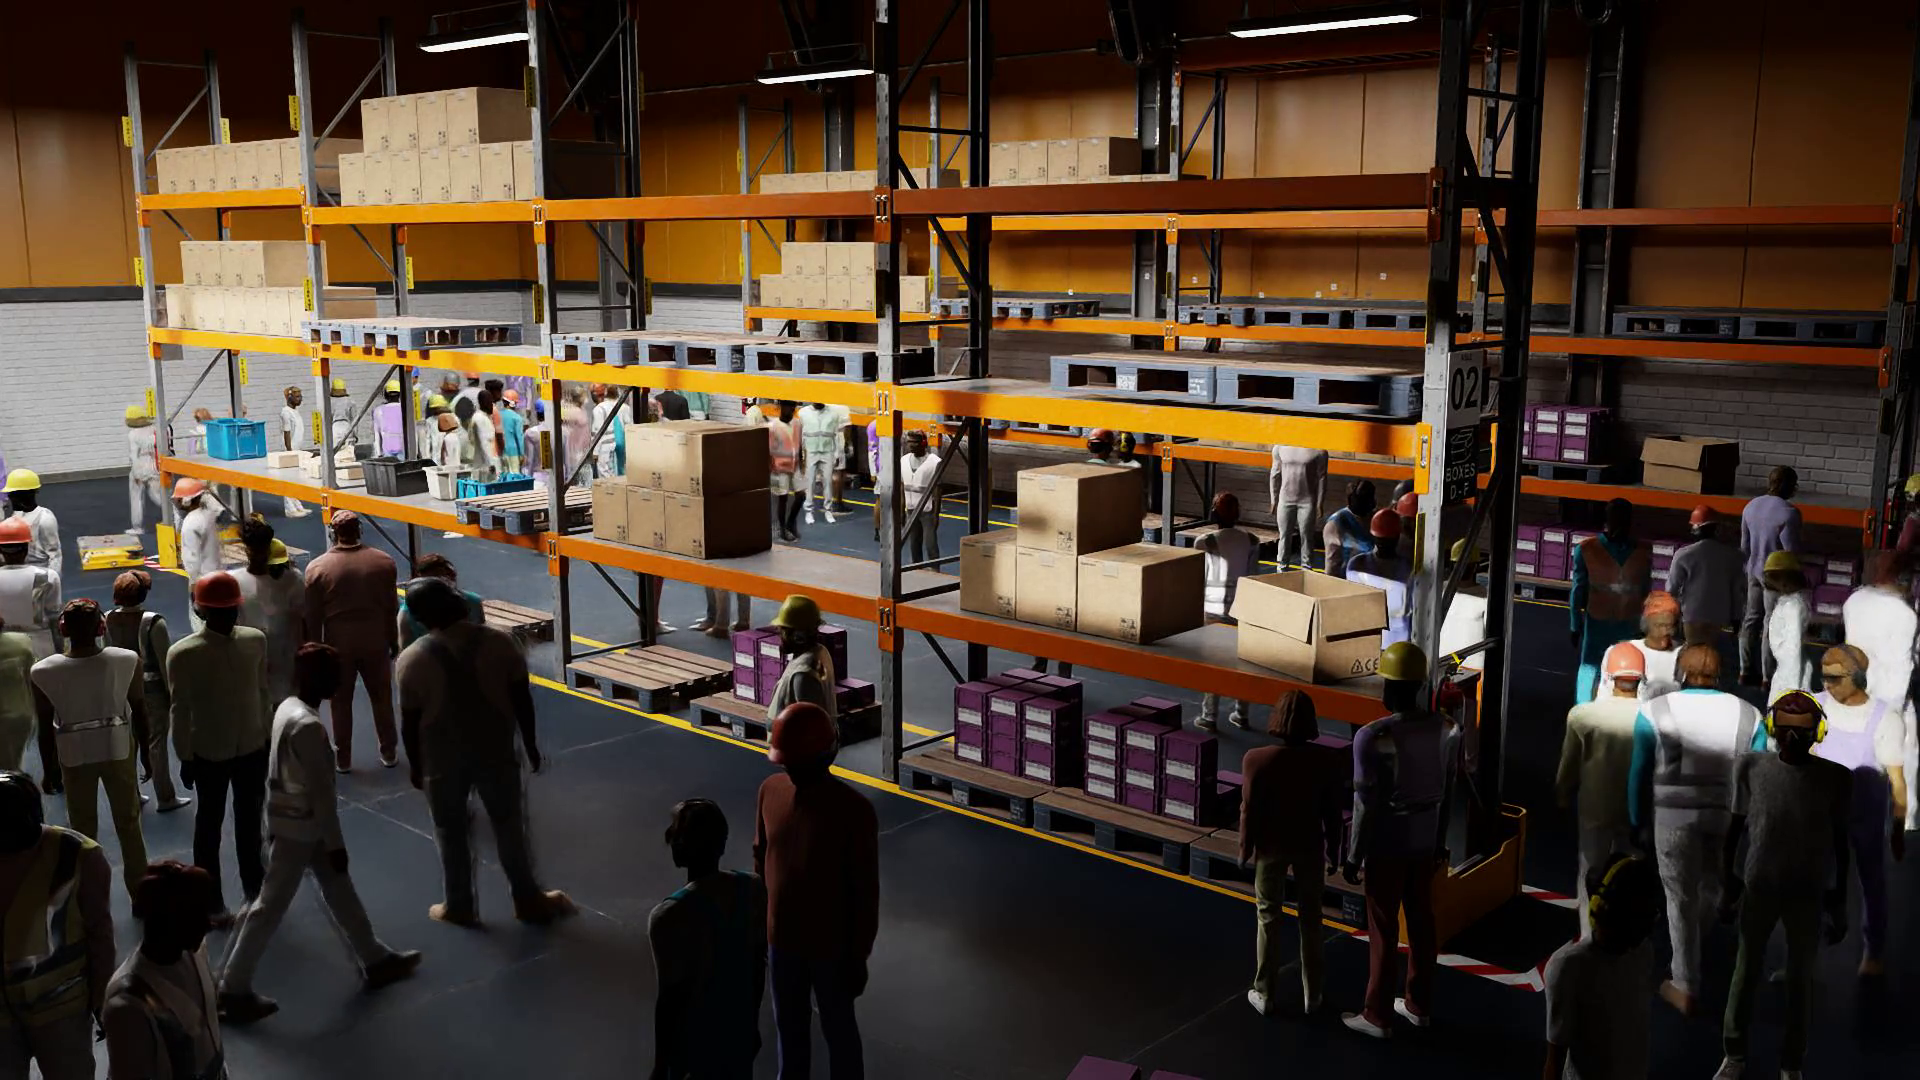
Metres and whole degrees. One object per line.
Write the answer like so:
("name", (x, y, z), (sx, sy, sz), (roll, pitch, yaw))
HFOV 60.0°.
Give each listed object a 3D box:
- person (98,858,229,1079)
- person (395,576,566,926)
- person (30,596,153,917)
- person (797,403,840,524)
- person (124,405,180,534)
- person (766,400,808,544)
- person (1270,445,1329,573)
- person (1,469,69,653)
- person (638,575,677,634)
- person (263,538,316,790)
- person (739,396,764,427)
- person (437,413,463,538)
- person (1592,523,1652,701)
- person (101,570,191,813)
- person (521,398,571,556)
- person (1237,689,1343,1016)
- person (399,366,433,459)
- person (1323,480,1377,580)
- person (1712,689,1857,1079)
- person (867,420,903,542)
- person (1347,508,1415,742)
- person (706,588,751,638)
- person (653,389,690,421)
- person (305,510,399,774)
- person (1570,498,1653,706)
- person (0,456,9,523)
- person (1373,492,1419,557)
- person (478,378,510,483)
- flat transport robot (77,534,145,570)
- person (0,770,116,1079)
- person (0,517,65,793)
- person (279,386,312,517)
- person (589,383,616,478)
("person", (-2.538, 1.914, 5.337), (0.391, 1.877, 0.603), (-1, 10, -6))
("person", (-2.695, 1.127, 9.320), (0.860, 2.000, 0.537), (-4, 11, -24))
("person", (-4.808, 1.234, 9.258), (0.563, 1.848, 0.389), (-6, 12, -30))
("person", (-1.929, -1.180, 22.741), (0.594, 1.910, 0.386), (-3, 10, -17))
("person", (-10.640, -0.913, 21.749), (0.723, 1.720, 0.489), (3, 11, 18))
("person", (-2.177, -0.899, 21.067), (0.648, 1.933, 0.491), (-10, 14, -44))
("person", (3.728, -0.421, 18.363), (0.631, 1.939, 0.370), (4, 11, 20))
("person", (-7.783, 0.353, 14.014), (0.589, 1.927, 0.386), (7, 12, 34))
("person", (-3.008, -0.023, 16.208), (0.401, 1.908, 0.597), (-6, 11, -28))
("person", (-4.757, 0.853, 11.646), (0.533, 1.767, 0.312), (-9, 13, -40))
("person", (-3.040, -1.368, 24.281), (0.354, 1.739, 0.573), (0, 10, 1))
("person", (-6.616, -0.839, 21.608), (0.287, 1.628, 0.498), (-2, 10, -9))
("person", (5.022, 0.691, 12.627), (0.577, 1.737, 0.576), (-5, 11, -27))
("person", (-5.464, 1.013, 11.099), (0.511, 1.640, 0.308), (2, 10, 11))
("person", (-5.068, -0.757, 20.303), (0.676, 1.935, 0.480), (-10, 14, -43))
("person", (1.618, 1.533, 8.172), (0.509, 1.632, 0.267), (0, 10, 0))
("person", (-8.539, -1.784, 26.077), (0.605, 1.939, 0.416), (2, 10, 13))
("person", (3.334, 0.406, 13.960), (0.636, 1.841, 0.429), (-6, 12, -32))
("person", (3.625, 1.566, 7.324), (0.538, 1.869, 0.312), (5, 11, 26))
("person", (-0.918, -0.915, 21.210), (0.387, 1.924, 0.548), (10, 14, 43))
("person", (3.021, 0.723, 11.891), (0.548, 1.936, 0.378), (2, 10, 9))
("person", (-2.262, 0.026, 16.106), (0.429, 1.841, 0.633), (9, 13, 41))
("person", (-4.179, -1.461, 24.069), (0.622, 1.996, 0.369), (2, 10, 12))
("person", (-4.371, 0.727, 12.002), (0.642, 1.901, 0.395), (-5, 11, -27))
("person", (4.884, 0.623, 12.518), (0.600, 1.915, 0.376), (0, 10, -2))
("person", (-11.427, -0.481, 19.580), (0.525, 1.631, 0.313), (3, 11, 18))
("person", (3.309, 0.619, 12.359), (0.621, 1.986, 0.409), (-6, 12, -30))
("person", (-6.472, -1.270, 23.156), (0.426, 1.946, 0.662), (-7, 12, -33))
("flat transport robot", (-10.225, 0.123, 19.999), (0.652, 0.197, 1.431), (-6, 12, -30))
("person", (-3.535, 1.763, 6.306), (0.621, 1.838, 0.429), (-2, 10, -12))
("person", (-6.465, 0.802, 11.499), (0.543, 1.929, 0.397), (-2, 10, -13))
("person", (-9.311, -1.229, 23.237), (0.347, 1.838, 0.501), (-1, 10, -7))
("person", (-5.014, -1.269, 23.301), (0.353, 1.886, 0.573), (1, 10, 6))
